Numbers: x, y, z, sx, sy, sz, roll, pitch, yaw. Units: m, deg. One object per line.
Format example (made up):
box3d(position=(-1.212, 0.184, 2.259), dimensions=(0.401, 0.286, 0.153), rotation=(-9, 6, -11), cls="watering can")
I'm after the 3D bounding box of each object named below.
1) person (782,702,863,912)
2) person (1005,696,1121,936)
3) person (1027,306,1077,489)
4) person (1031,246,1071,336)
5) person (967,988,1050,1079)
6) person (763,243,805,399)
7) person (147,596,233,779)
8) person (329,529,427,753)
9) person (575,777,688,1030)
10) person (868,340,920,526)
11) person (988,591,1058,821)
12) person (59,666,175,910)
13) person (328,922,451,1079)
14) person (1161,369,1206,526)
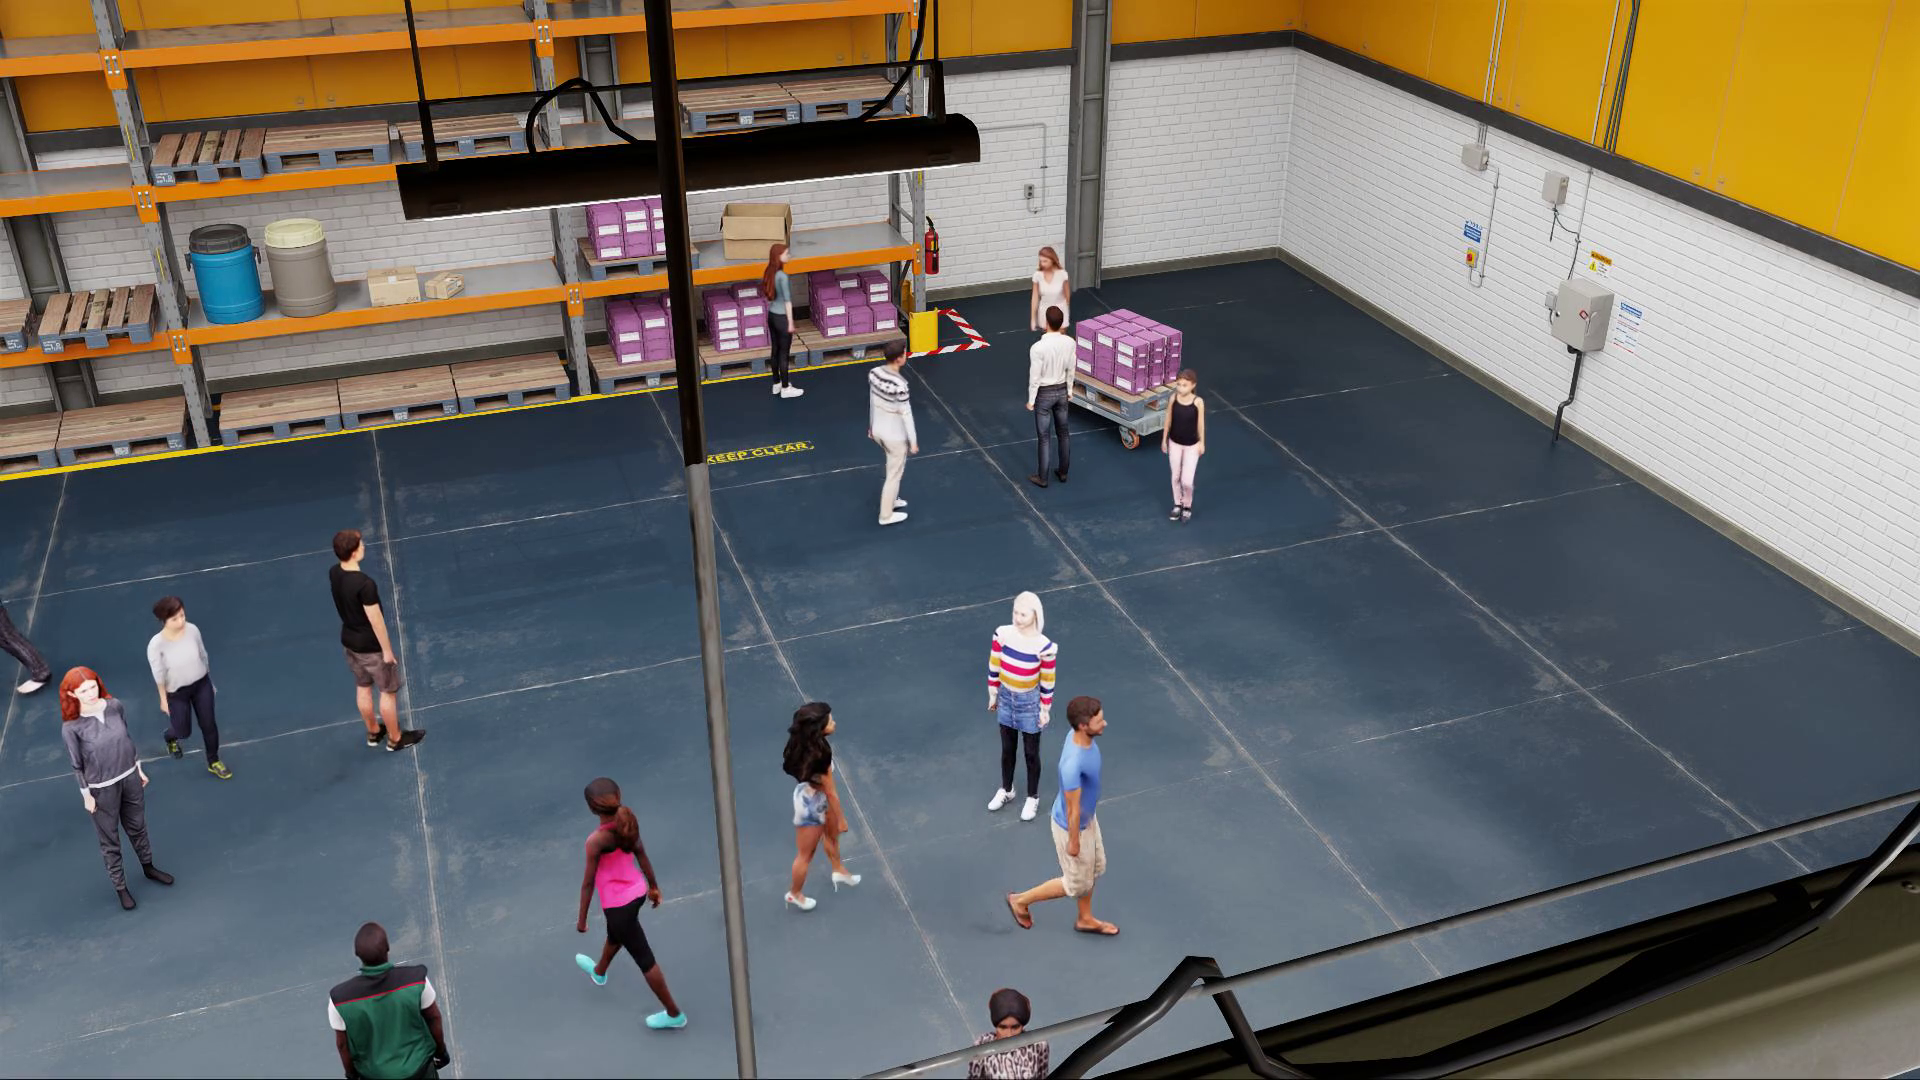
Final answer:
box3d(position=(-1.029, 1.770, 10.838), dimensions=(0.769, 1.604, 0.575), rotation=(-9, 30, -16), cls="person")
box3d(position=(0.661, 1.778, 10.572), dimensions=(1.083, 1.845, 0.938), rotation=(6, 29, 10), cls="person")
box3d(position=(0.911, -1.415, 16.398), dimensions=(0.515, 1.871, 0.740), rotation=(-14, 32, -24), cls="person")
box3d(position=(1.068, -2.518, 18.651), dimensions=(0.779, 1.650, 0.826), rotation=(2, 29, 4), cls="person")
box3d(position=(0.235, 2.980, 8.506), dimensions=(0.586, 1.713, 0.698), rotation=(-2, 29, -4), cls="person")
box3d(position=(-1.982, -2.428, 18.391), dimensions=(0.596, 1.741, 0.615), rotation=(-17, 33, -28), cls="person")
box3d(position=(-5.715, 1.062, 12.209), dimensions=(0.864, 1.534, 0.853), rotation=(19, 34, 30), cls="person")
box3d(position=(-4.480, 0.760, 12.423), dimensions=(0.803, 1.859, 0.833), rotation=(18, 34, 30), cls="person")
box3d(position=(-1.943, 2.214, 9.955), dimensions=(1.176, 1.669, 1.142), rotation=(13, 31, 22), cls="person")
box3d(position=(-0.716, -0.977, 15.633), dimensions=(0.805, 1.835, 0.805), rotation=(-21, 35, -33), cls="person")
box3d(position=(0.439, 1.154, 11.754), dimensions=(0.715, 1.808, 0.758), rotation=(14, 32, 24), cls="person")
box3d(position=(-5.596, 1.601, 10.964), dimensions=(0.713, 1.780, 0.629), rotation=(17, 33, 28), cls="person")
box3d(position=(-2.972, 2.758, 8.781), dimensions=(0.524, 1.839, 0.743), rotation=(-11, 31, -19), cls="person")
box3d(position=(2.157, -0.930, 15.843), dimensions=(0.667, 1.552, 0.726), rotation=(13, 31, 22), cls="person")
